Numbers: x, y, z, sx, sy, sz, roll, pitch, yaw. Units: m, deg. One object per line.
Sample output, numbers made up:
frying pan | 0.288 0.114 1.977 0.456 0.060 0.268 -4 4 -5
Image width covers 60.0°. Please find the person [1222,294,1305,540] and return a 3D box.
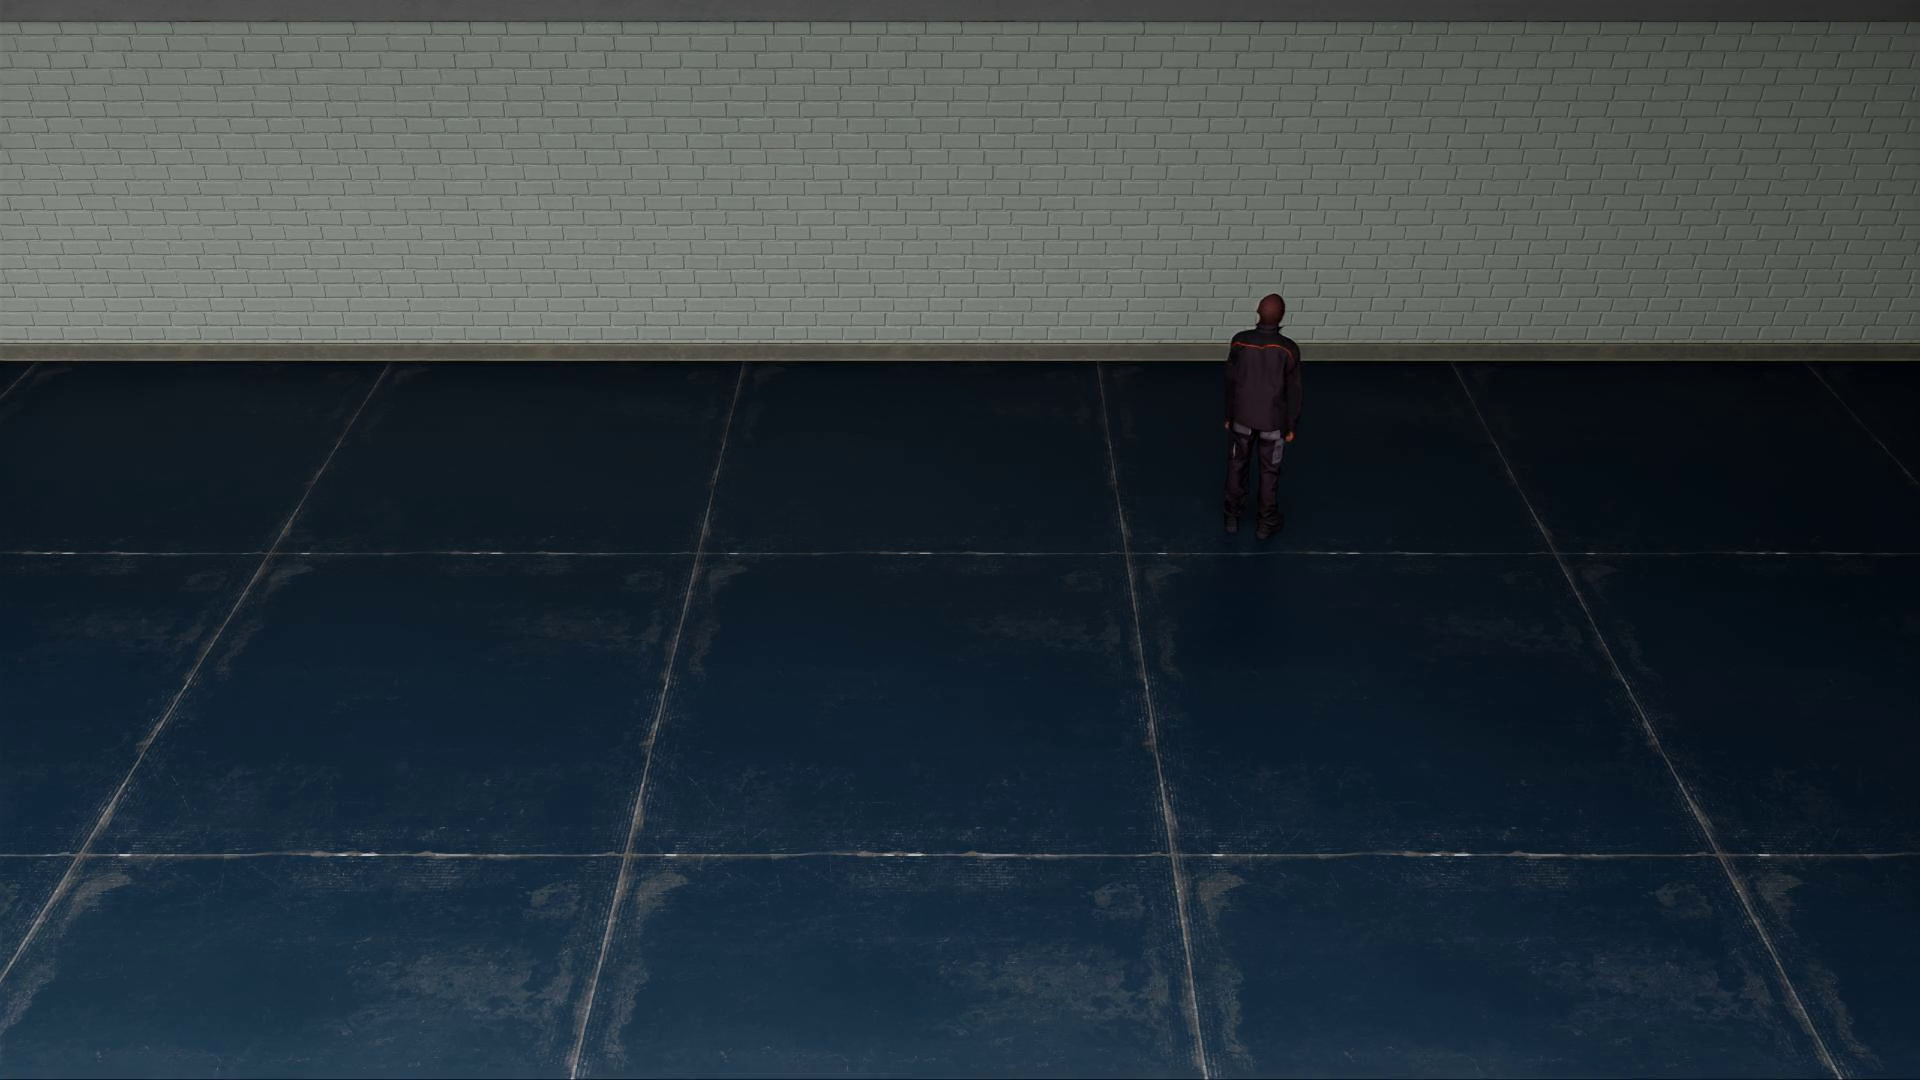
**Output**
person | 2.056 -0.852 11.412 0.791 1.825 0.762 13 35 20
